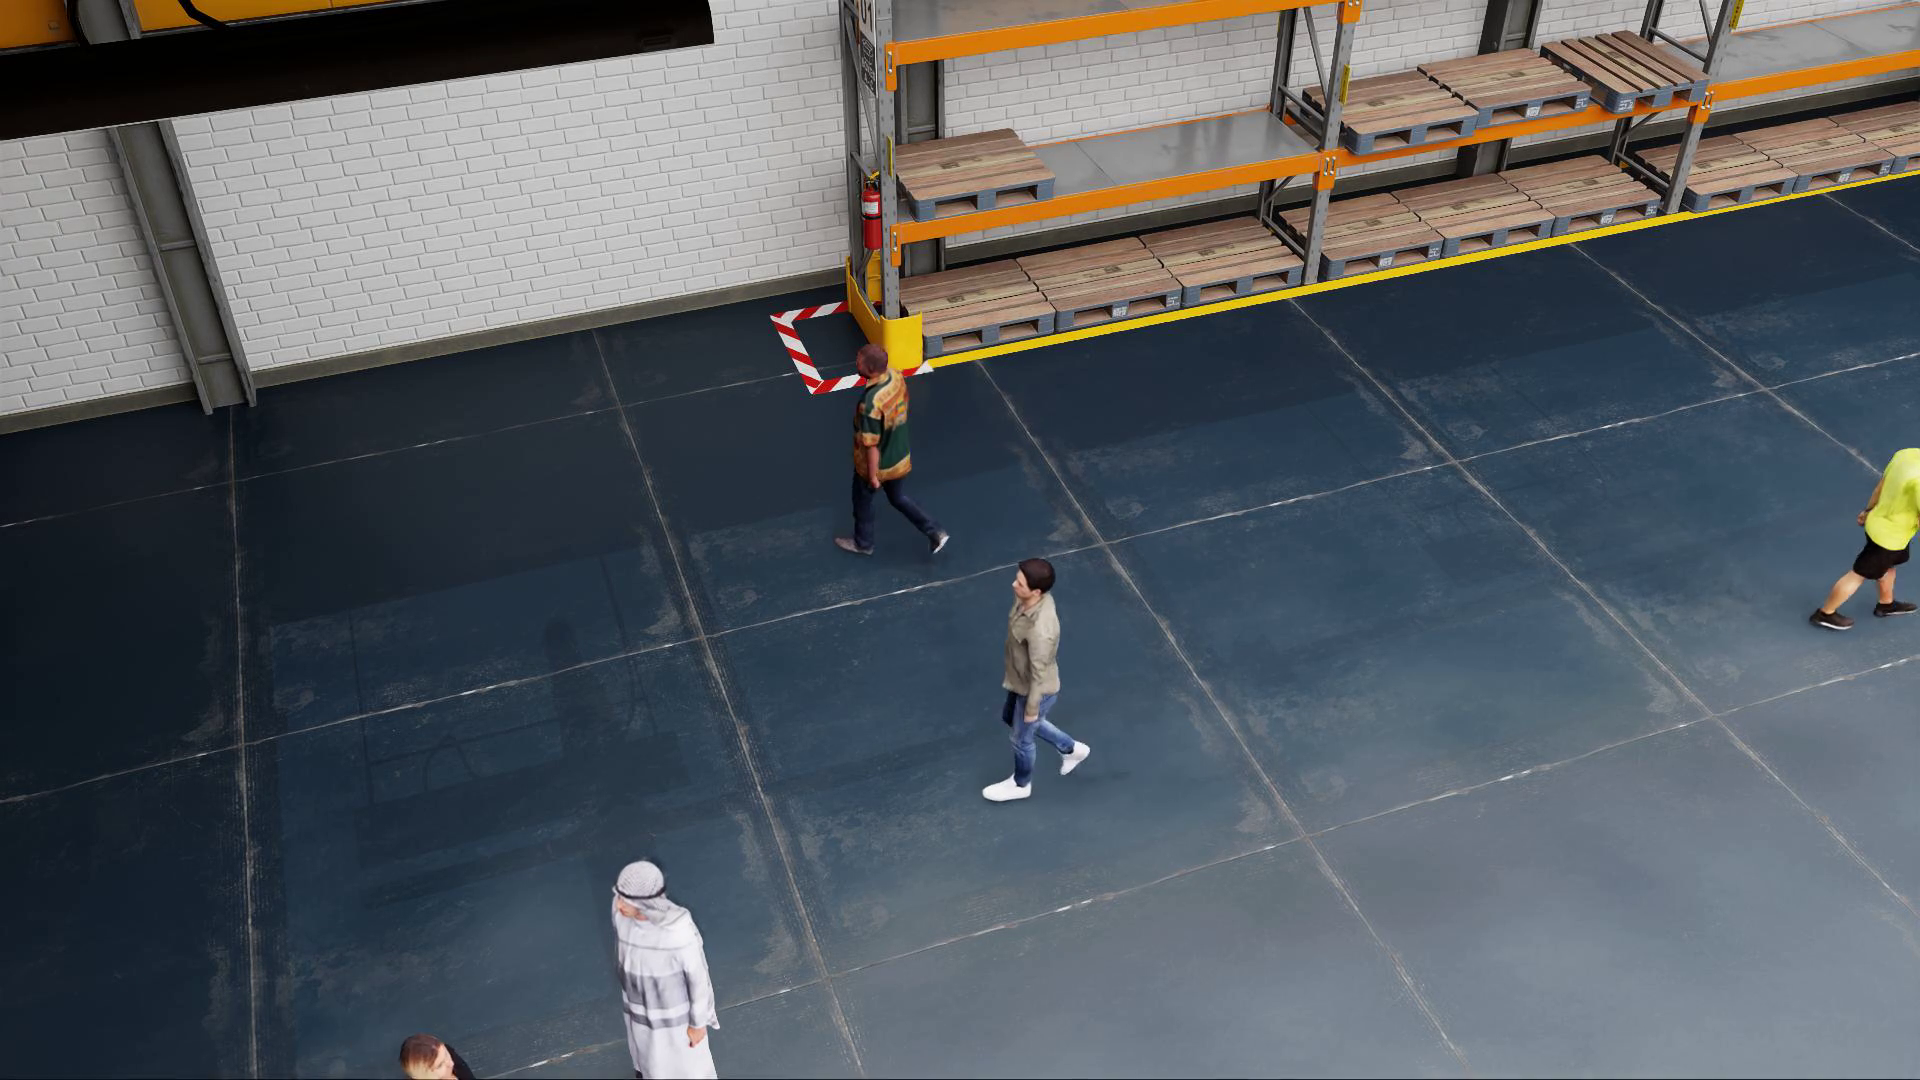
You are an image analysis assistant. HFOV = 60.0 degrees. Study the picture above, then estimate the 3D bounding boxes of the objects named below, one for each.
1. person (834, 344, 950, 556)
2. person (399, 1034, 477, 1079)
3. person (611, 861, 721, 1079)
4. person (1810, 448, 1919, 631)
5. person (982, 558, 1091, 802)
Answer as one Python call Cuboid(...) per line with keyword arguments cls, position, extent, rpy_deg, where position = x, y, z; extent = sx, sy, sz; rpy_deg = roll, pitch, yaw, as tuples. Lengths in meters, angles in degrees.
Cuboid(cls="person", position=(-0.472, -0.577, 11.535), extent=(1.181, 1.784, 1.114), rpy_deg=(15, 41, 18))
Cuboid(cls="person", position=(-2.332, 2.749, 7.469), extent=(0.729, 1.660, 0.703), rpy_deg=(5, 39, 6))
Cuboid(cls="person", position=(-1.415, 2.195, 7.952), extent=(0.804, 1.925, 0.825), rpy_deg=(24, 44, 27))
Cuboid(cls="person", position=(6.058, -0.082, 11.000), extent=(1.052, 1.678, 0.910), rpy_deg=(8, 39, 10))
Cuboid(cls="person", position=(0.497, 0.824, 9.723), extent=(0.989, 1.856, 0.850), rpy_deg=(-3, 39, -4))
